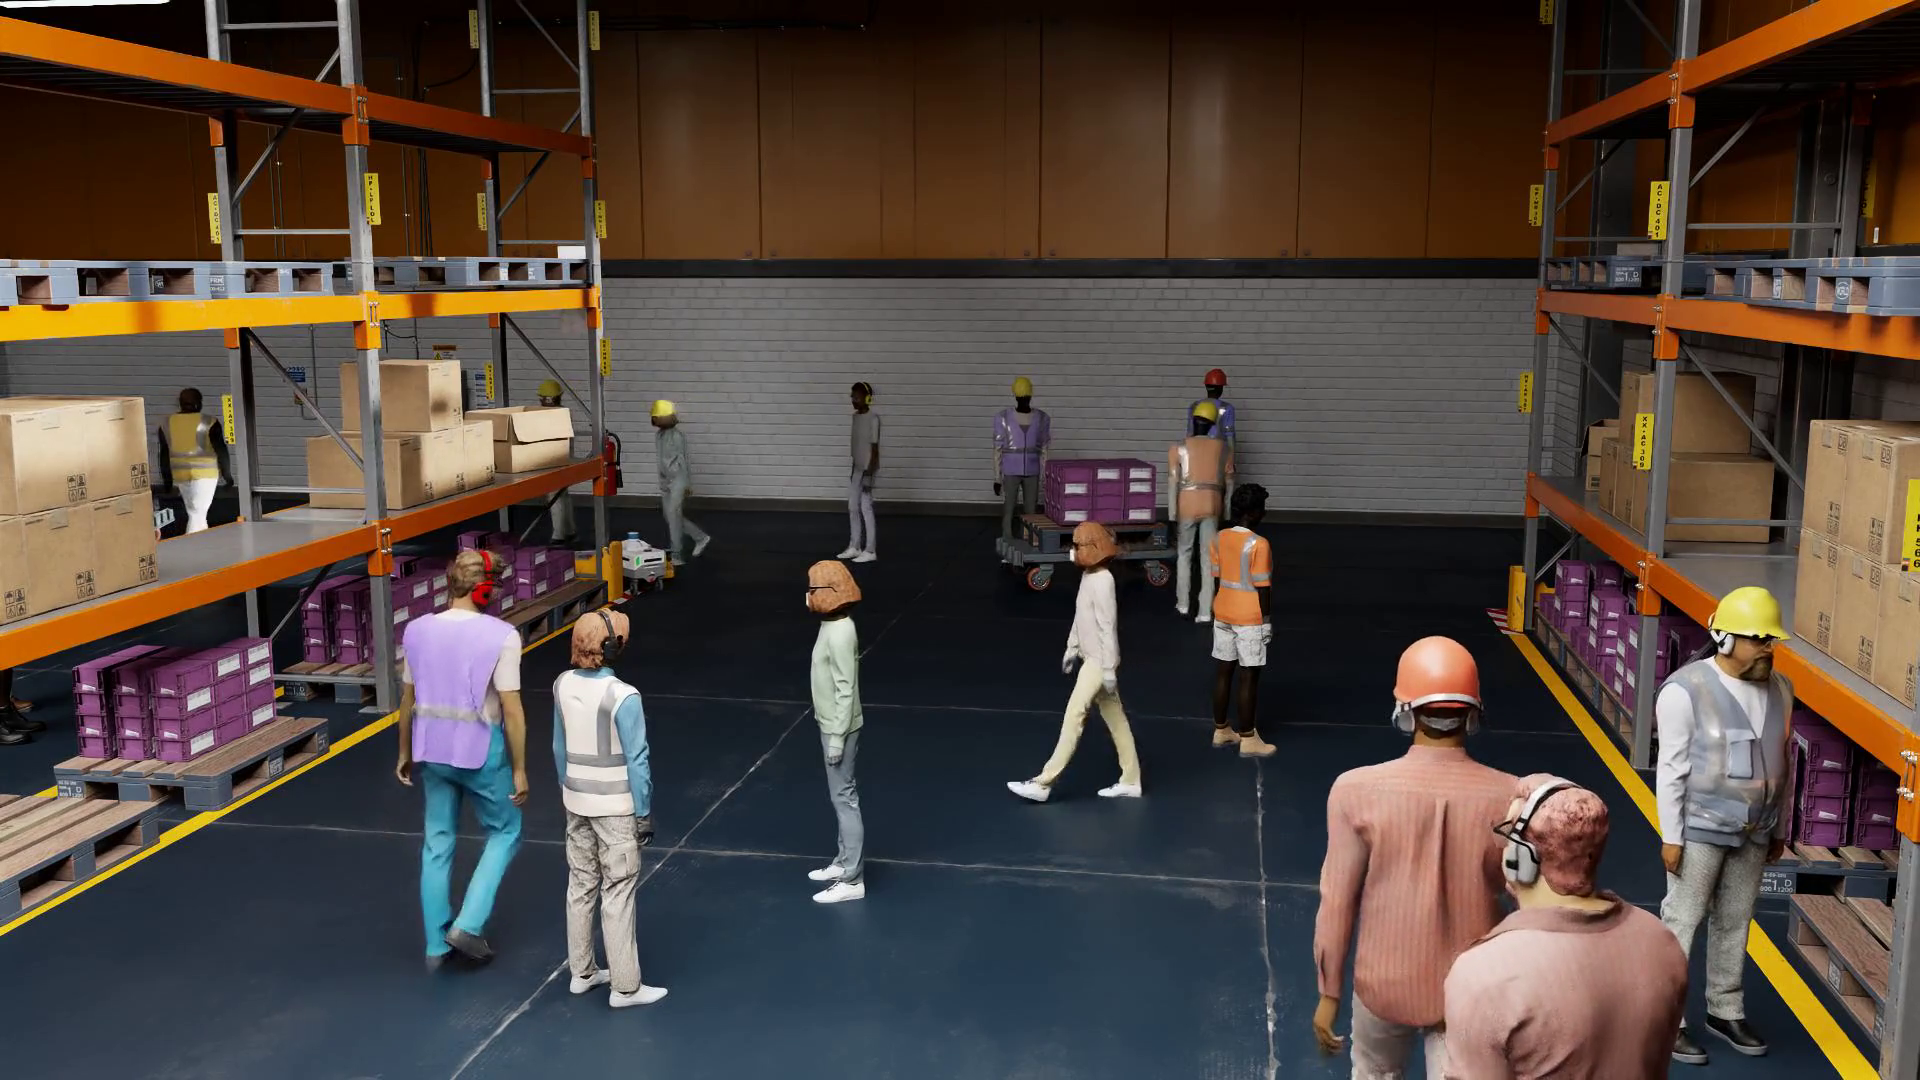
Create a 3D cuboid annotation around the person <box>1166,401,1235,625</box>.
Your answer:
[{"bbox_3d":[2.045,-0.235,14.209,0.604,1.873,0.887,0,9,-1],"label":"person"}]

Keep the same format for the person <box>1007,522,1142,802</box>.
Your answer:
[{"bbox_3d":[0.661,0.696,9.324,0.840,1.594,0.513,0,9,-1],"label":"person"}]

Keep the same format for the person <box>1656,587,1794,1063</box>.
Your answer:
[{"bbox_3d":[2.908,1.072,6.318,0.595,1.827,0.403,-3,10,-17],"label":"person"}]

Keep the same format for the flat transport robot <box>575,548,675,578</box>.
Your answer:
[{"bbox_3d":[-3.518,0.246,16.172,1.431,0.197,0.652,-2,10,-12],"label":"flat transport robot"}]

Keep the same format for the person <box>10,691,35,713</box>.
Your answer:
[{"bbox_3d":[-6.482,0.244,11.055,0.372,1.940,0.627,1,9,3],"label":"person"}]

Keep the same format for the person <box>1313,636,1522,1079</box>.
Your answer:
[{"bbox_3d":[1.351,1.232,4.862,0.652,1.965,0.864,1,9,9],"label":"person"}]

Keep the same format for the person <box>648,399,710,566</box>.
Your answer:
[{"bbox_3d":[-2.850,-0.593,16.933,0.661,1.714,0.497,-7,12,-39],"label":"person"}]

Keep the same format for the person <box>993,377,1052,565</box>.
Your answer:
[{"bbox_3d":[0.647,-0.697,16.958,0.627,1.914,0.430,-2,9,-10],"label":"person"}]

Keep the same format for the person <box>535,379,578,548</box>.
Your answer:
[{"bbox_3d":[-4.391,-0.833,18.030,0.403,1.831,0.600,0,9,1],"label":"person"}]

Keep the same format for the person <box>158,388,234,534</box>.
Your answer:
[{"bbox_3d":[-7.803,-0.655,17.053,0.623,1.791,0.972,1,9,4],"label":"person"}]

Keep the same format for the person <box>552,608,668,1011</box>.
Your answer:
[{"bbox_3d":[-1.444,1.090,6.761,0.522,1.639,0.305,7,12,37],"label":"person"}]

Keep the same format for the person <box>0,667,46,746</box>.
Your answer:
[{"bbox_3d":[-6.068,0.327,10.556,0.370,1.933,0.551,-2,9,-10],"label":"person"}]

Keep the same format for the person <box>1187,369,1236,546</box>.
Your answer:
[{"bbox_3d":[2.740,-0.888,18.046,0.551,1.934,0.373,6,11,32],"label":"person"}]

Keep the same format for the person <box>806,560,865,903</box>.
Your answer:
[{"bbox_3d":[-0.595,0.903,7.930,0.264,1.632,0.508,-1,9,-7],"label":"person"}]

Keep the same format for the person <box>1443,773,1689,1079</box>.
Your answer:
[{"bbox_3d":[1.267,1.457,3.691,0.657,1.910,0.398,-5,10,-28],"label":"person"}]

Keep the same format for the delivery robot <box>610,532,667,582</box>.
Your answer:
[{"bbox_3d":[-3.034,0.171,15.477,0.477,0.478,0.707,-8,12,-40],"label":"delivery robot"}]

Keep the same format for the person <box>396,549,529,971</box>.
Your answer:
[{"bbox_3d":[-2.151,0.949,7.106,0.695,1.818,0.448,2,9,13],"label":"person"}]

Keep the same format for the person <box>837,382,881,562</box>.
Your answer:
[{"bbox_3d":[-1.016,-0.696,17.116,0.384,1.856,0.572,-6,11,-32],"label":"person"}]

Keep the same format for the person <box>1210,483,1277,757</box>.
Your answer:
[{"bbox_3d":[1.753,0.490,10.298,0.319,1.692,0.533,-5,10,-28],"label":"person"}]
